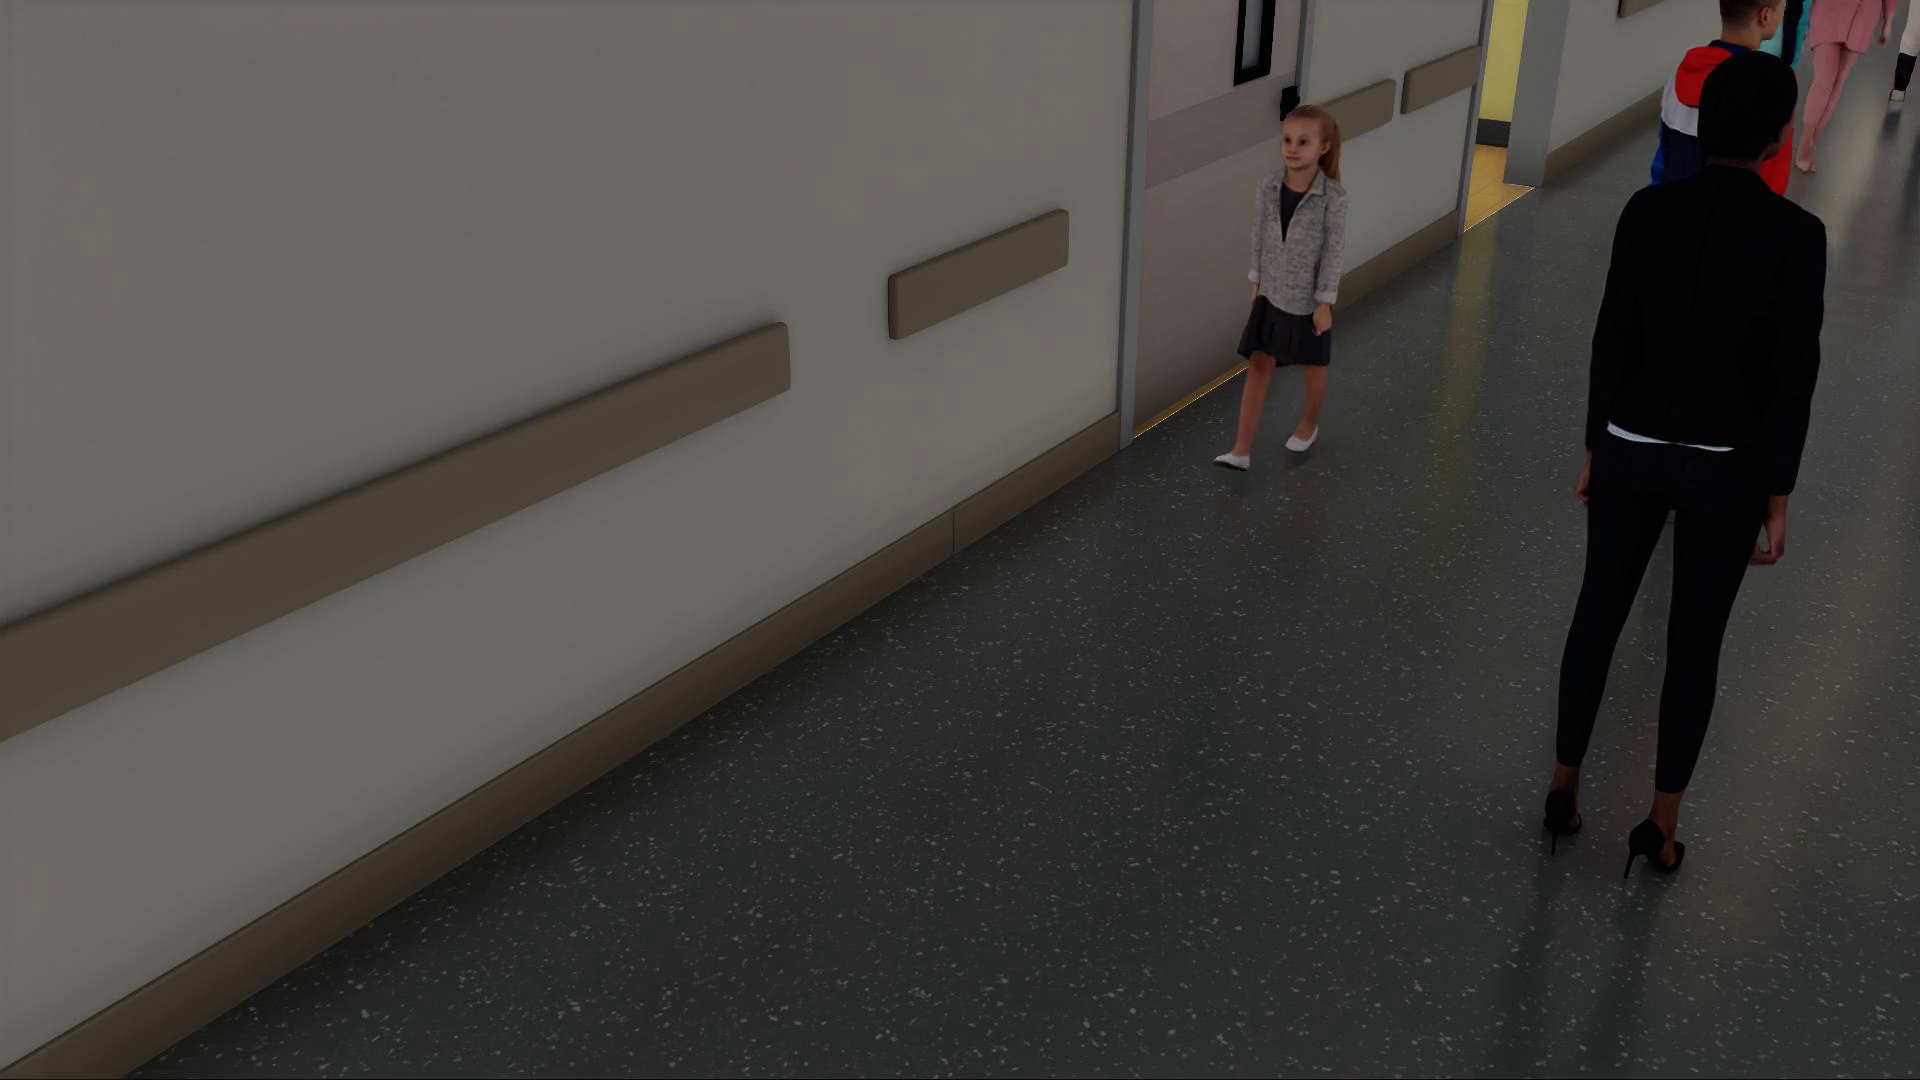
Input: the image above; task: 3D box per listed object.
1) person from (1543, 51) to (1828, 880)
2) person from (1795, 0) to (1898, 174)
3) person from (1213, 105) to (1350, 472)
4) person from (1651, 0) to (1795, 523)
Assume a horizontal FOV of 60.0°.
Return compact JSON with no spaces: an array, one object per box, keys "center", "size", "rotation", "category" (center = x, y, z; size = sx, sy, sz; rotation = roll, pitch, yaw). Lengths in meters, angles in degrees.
[{"center":[1.520,-0.103,3.537],"size":[0.498,1.834,0.689],"rotation":[22,33,38],"category":"person"},{"center":[5.124,-3.048,9.700],"size":[0.737,1.786,0.827],"rotation":[1,26,2],"category":"person"},{"center":[1.191,-0.861,5.780],"size":[0.774,1.243,0.574],"rotation":[17,30,31],"category":"person"},{"center":[2.376,-0.927,5.332],"size":[0.792,1.758,0.679],"rotation":[-12,28,-23],"category":"person"}]
